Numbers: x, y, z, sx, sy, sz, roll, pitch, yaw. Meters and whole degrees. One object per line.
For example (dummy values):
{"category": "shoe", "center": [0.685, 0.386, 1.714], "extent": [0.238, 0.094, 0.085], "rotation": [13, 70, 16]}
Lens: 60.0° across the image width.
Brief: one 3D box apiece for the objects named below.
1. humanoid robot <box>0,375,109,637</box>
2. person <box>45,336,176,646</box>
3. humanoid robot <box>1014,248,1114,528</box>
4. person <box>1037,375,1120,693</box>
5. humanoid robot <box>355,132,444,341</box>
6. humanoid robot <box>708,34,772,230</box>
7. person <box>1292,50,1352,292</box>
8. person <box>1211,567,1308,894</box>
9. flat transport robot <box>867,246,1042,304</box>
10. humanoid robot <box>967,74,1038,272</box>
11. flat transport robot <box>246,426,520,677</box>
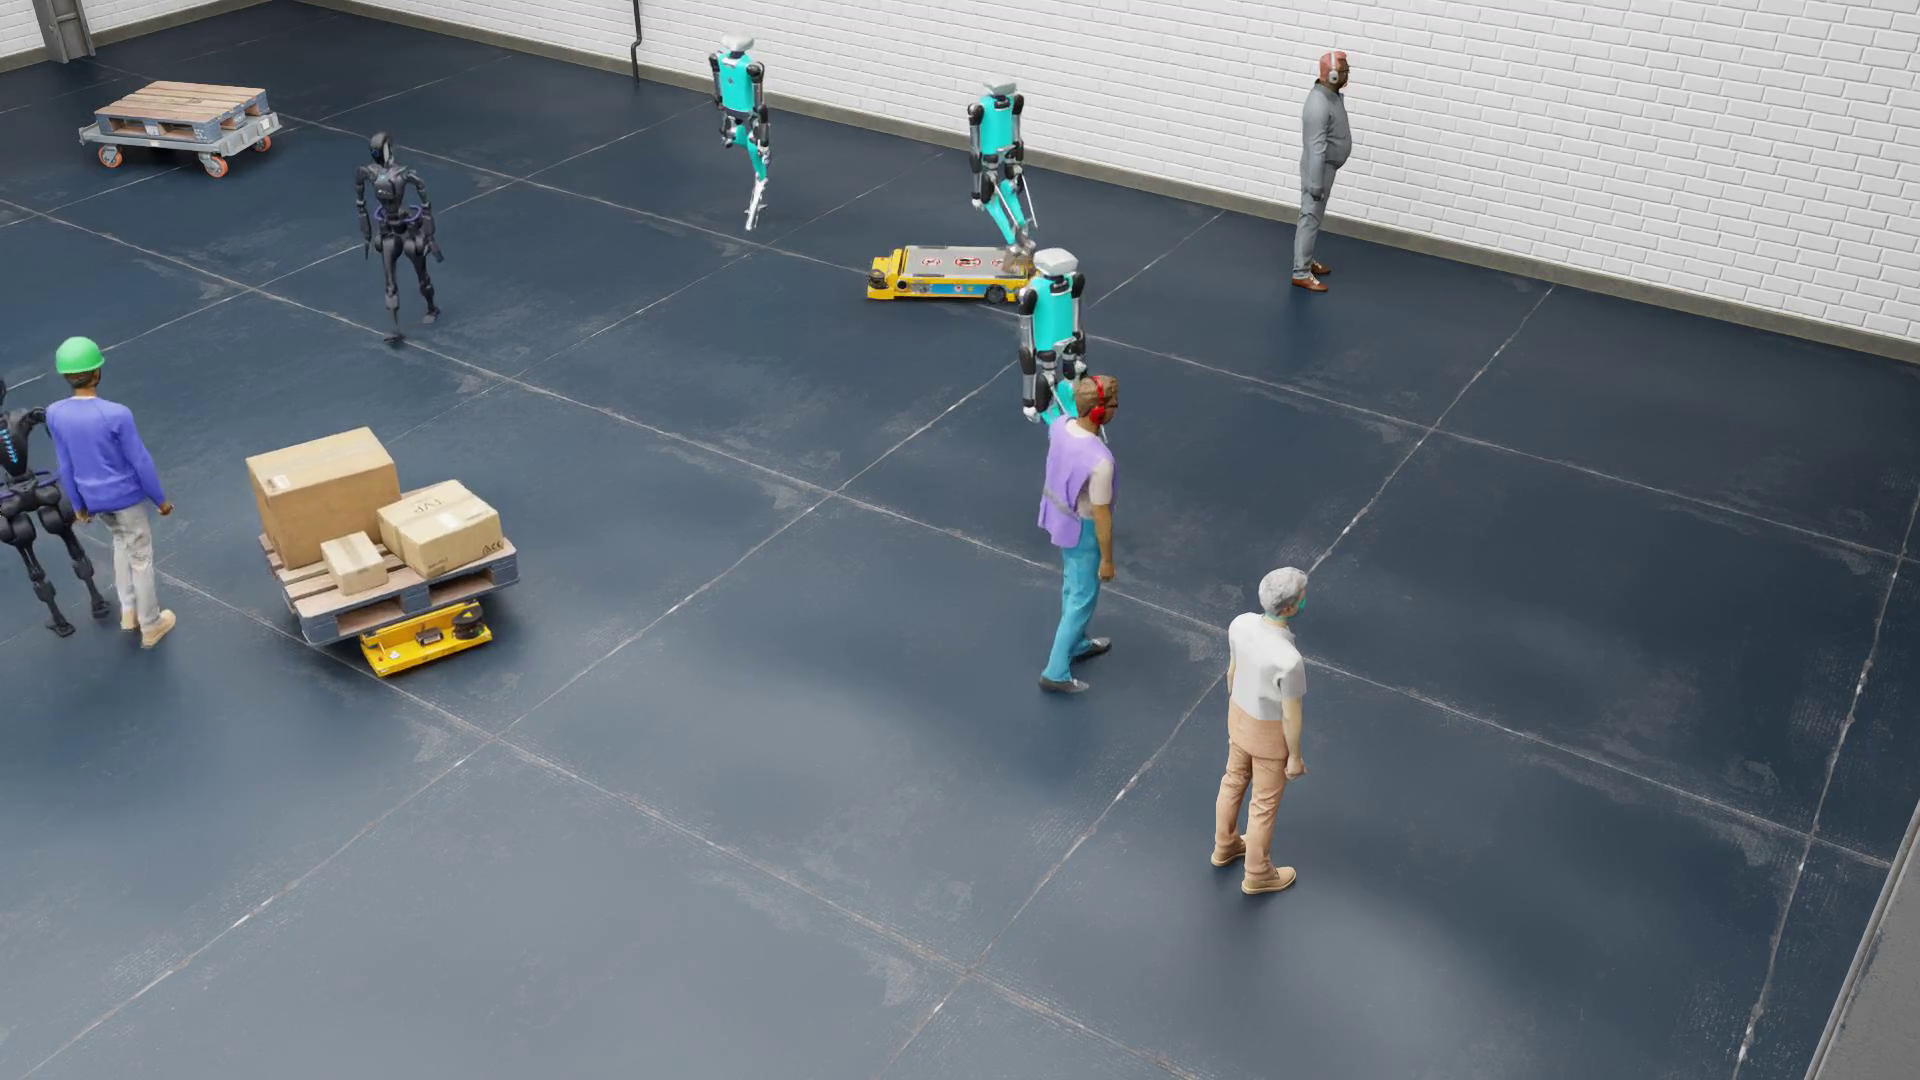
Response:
{"category": "humanoid robot", "center": [-5.194, -0.196, 9.257], "extent": [0.596, 1.654, 0.326], "rotation": [-23, 39, -31]}
{"category": "person", "center": [-4.640, -0.263, 9.194], "extent": [0.482, 1.855, 0.434], "rotation": [2, 33, 3]}
{"category": "humanoid robot", "center": [0.730, -0.818, 10.263], "extent": [0.555, 1.885, 0.817], "rotation": [-27, 42, -35]}
{"category": "person", "center": [0.652, -0.027, 8.873], "extent": [0.508, 1.849, 0.579], "rotation": [-13, 35, -19]}
{"category": "humanoid robot", "center": [-4.238, -2.307, 12.582], "extent": [0.603, 1.619, 0.758], "rotation": [2, 33, 3]}
{"category": "humanoid robot", "center": [-1.745, -3.543, 14.462], "extent": [0.573, 1.821, 0.791], "rotation": [19, 37, 27]}
{"category": "person", "center": [2.911, -2.965, 13.352], "extent": [0.413, 1.912, 0.649], "rotation": [9, 34, 13]}
{"category": "person", "center": [1.385, 0.861, 7.549], "extent": [0.321, 1.747, 0.474], "rotation": [-17, 37, -25]}
{"category": "flat transport robot", "center": [-0.018, -2.179, 13.647], "extent": [1.431, 0.231, 0.659], "rotation": [1, 33, 2]}
{"category": "humanoid robot", "center": [0.418, -2.747, 13.158], "extent": [0.539, 1.785, 0.678], "rotation": [-25, 40, -33]}
{"category": "flat transport robot", "center": [-3.331, 0.286, 9.812], "extent": [0.659, 0.231, 1.431], "rotation": [-19, 38, -27]}
